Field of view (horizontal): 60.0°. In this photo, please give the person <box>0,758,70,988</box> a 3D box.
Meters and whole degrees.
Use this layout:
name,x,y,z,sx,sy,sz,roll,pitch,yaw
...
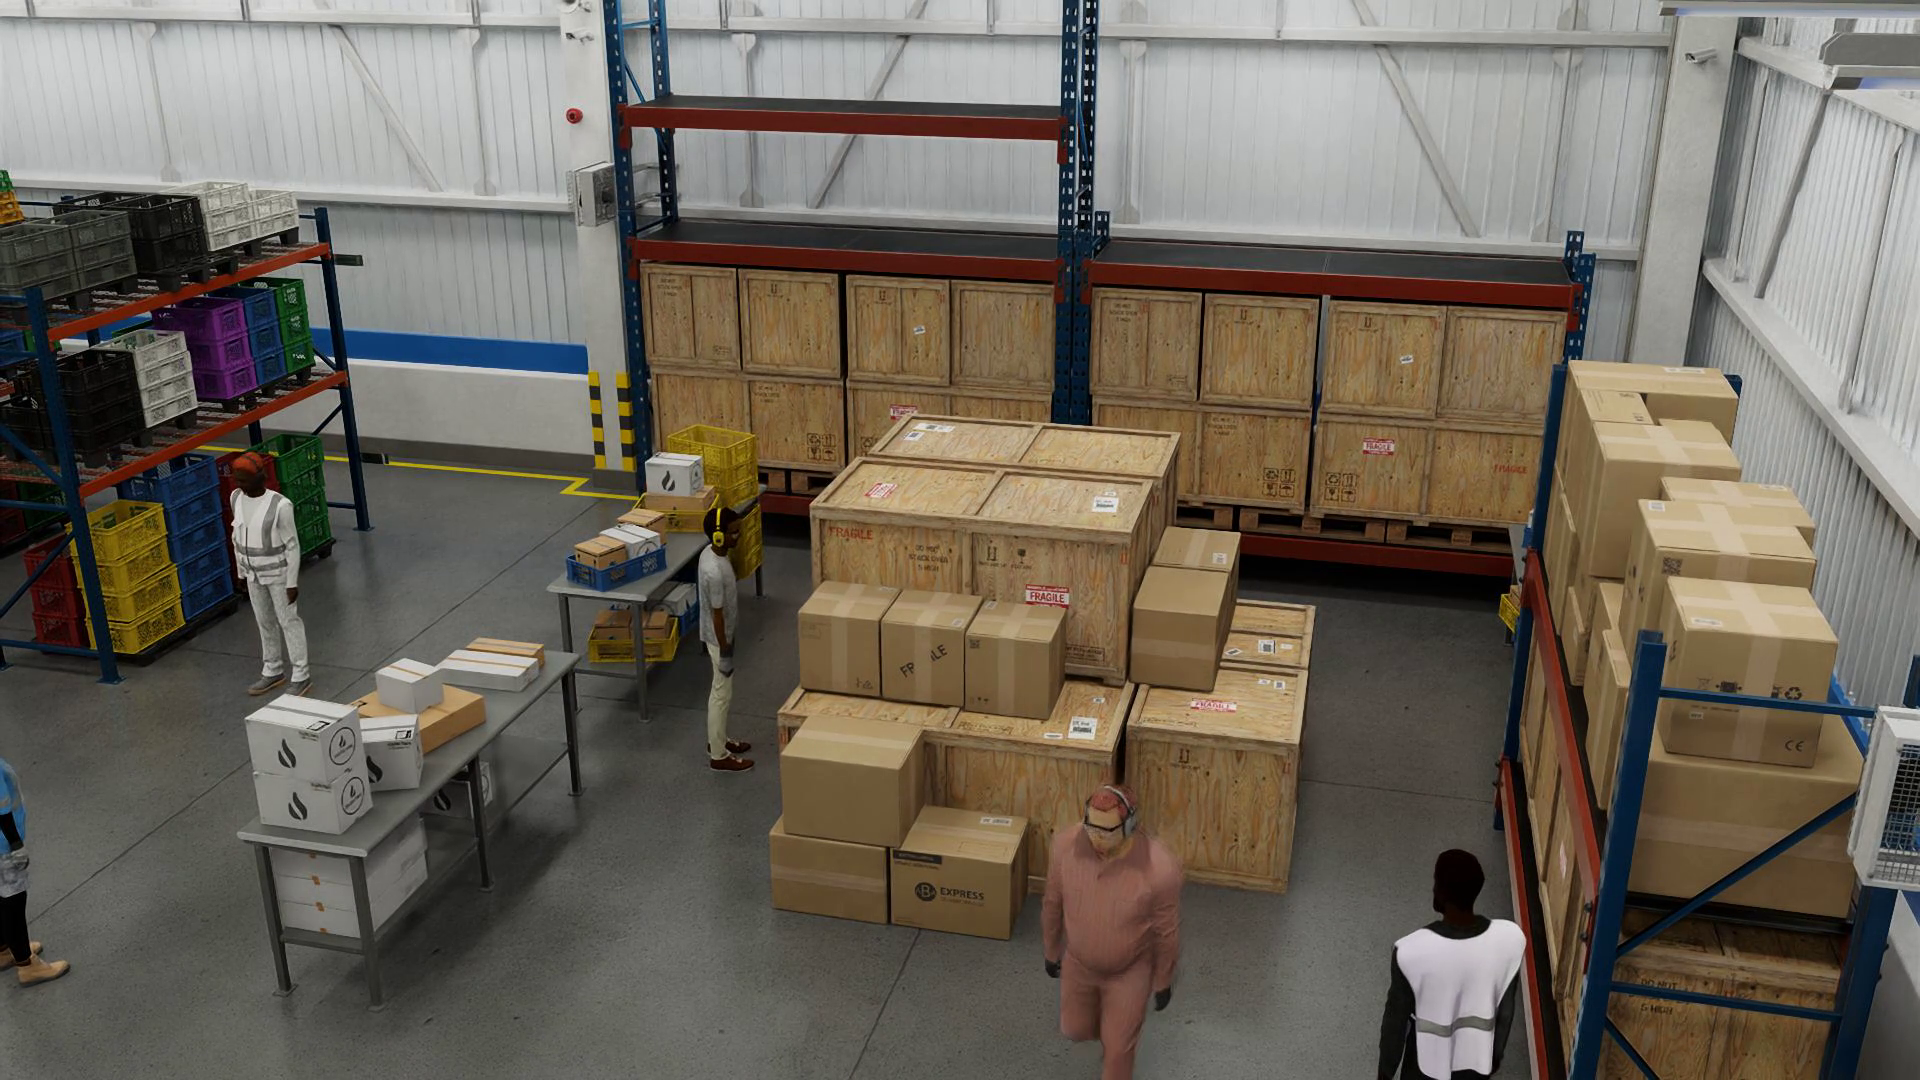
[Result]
name,x,y,z,sx,sy,sz,roll,pitch,yaw
person,-5.136,1.585,8.872,0.537,1.700,0.318,16,26,35

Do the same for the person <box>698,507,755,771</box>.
name,x,y,z,sx,sy,sz,roll,pitch,yaw
person,-1.572,0.656,11.086,0.320,1.864,0.513,-3,21,-8

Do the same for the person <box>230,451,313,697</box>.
name,x,y,z,sx,sy,sz,roll,pitch,yaw
person,-5.034,0.258,12.088,0.574,1.886,0.356,9,23,22

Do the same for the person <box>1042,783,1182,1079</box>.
name,x,y,z,sx,sy,sz,roll,pitch,yaw
person,0.713,1.919,7.741,0.659,1.886,0.660,10,23,25

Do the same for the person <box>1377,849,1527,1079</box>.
name,x,y,z,sx,sy,sz,roll,pitch,yaw
person,2.049,2.181,7.030,0.592,1.914,0.396,-4,21,-12
